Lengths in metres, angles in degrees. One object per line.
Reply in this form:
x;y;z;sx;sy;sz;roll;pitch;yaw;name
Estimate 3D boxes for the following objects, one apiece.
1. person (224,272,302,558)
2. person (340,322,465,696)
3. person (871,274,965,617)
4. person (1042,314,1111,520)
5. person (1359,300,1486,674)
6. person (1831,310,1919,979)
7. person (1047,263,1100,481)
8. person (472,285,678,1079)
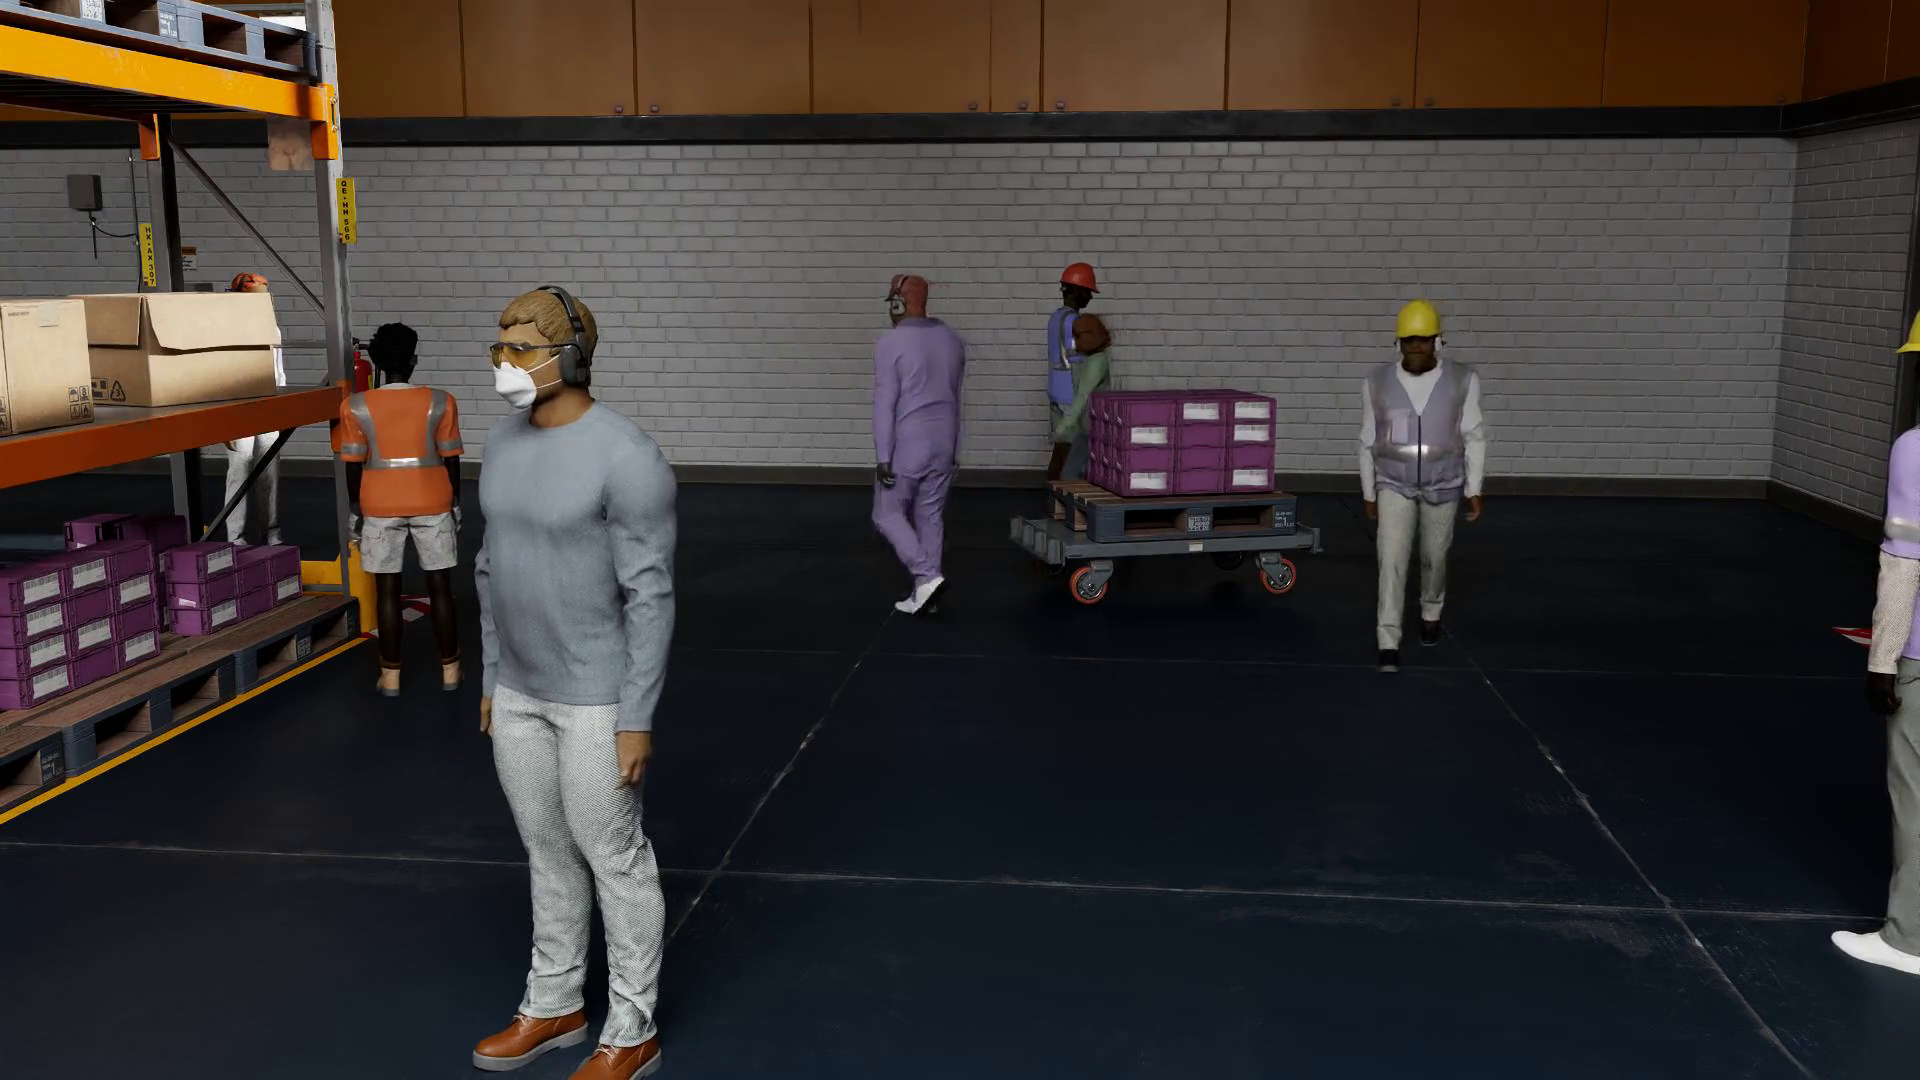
-4.530;-0.765;10.664;0.348;1.879;0.580;4;11;22;person
-2.519;-0.135;7.564;0.533;1.698;0.322;-4;11;-20;person
-0.220;-0.496;9.079;0.658;1.891;0.478;-9;14;-43;person
0.771;-0.700;11.091;0.847;1.587;0.508;-1;10;-5;person
2.272;-0.290;8.212;0.597;1.793;0.927;3;10;15;person
2.755;0.264;4.661;0.592;1.919;0.398;-4;11;-21;person
0.822;-1.030;12.034;0.372;1.928;0.543;-3;10;-15;person
-0.935;0.373;3.973;0.627;1.938;0.371;8;12;37;person
